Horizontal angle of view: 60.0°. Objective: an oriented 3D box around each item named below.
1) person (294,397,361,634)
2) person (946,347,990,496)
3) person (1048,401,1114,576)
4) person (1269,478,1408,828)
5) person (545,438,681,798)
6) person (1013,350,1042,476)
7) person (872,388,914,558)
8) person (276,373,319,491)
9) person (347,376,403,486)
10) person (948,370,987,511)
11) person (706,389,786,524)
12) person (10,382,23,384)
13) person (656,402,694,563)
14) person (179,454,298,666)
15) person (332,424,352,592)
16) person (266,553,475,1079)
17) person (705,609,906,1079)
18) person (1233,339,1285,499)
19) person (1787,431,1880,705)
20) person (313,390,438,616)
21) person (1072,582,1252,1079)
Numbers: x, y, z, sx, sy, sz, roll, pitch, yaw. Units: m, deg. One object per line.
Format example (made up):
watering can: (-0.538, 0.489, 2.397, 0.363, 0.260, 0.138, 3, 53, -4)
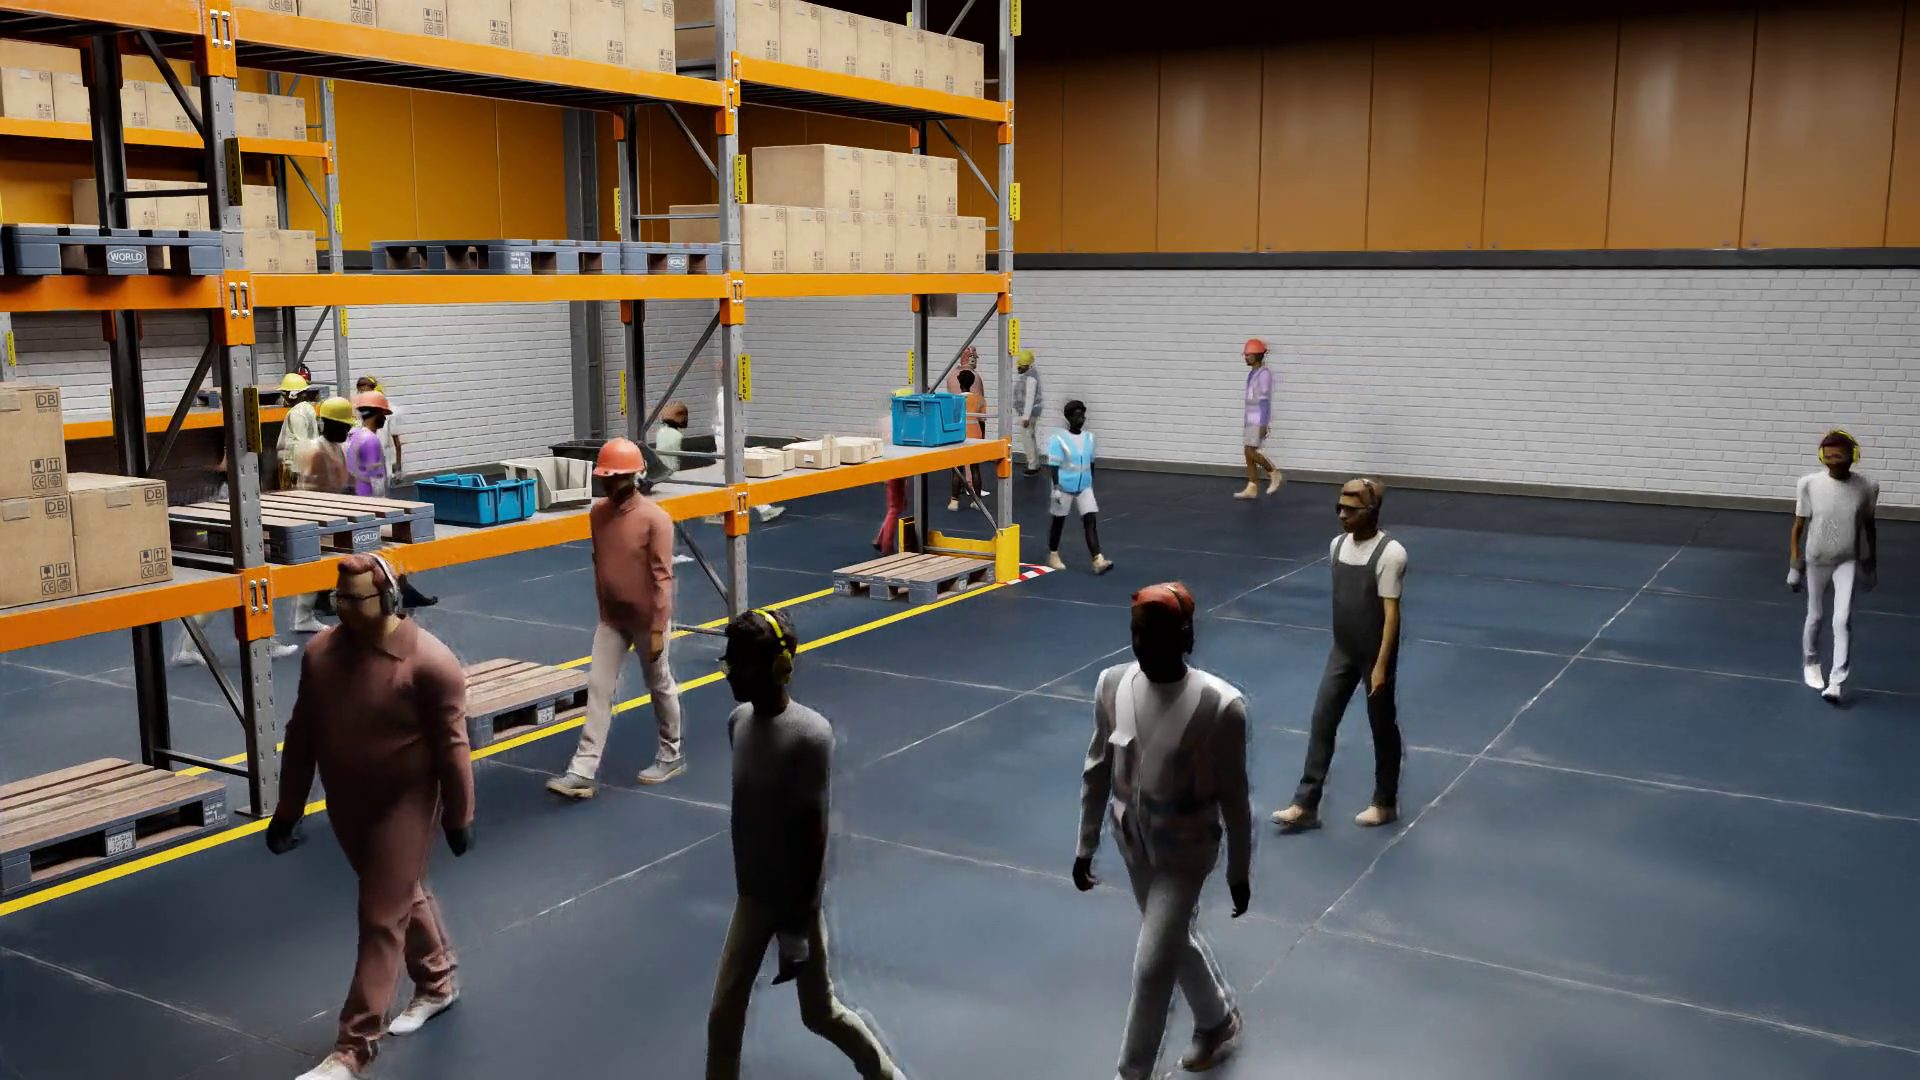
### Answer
person: (-4.847, -0.179, 13.019, 0.895, 1.872, 0.616, -1, 9, -7)
person: (0.117, -1.516, 21.299, 0.405, 1.911, 0.636, -7, 11, -36)
person: (1.100, -0.486, 15.674, 0.538, 1.637, 0.896, -4, 10, -24)
person: (1.957, 0.600, 8.377, 0.855, 1.810, 0.538, -6, 11, -35)
person: (-1.844, 0.435, 8.971, 0.647, 1.946, 0.980, 5, 11, 31)
person: (0.954, -1.789, 23.401, 0.441, 1.782, 0.732, 0, 9, -2)
person: (-0.603, -0.645, 16.398, 0.391, 1.722, 0.593, -3, 10, -20)
person: (-6.711, -0.772, 16.890, 0.404, 1.832, 0.596, -2, 9, -13)
person: (-5.841, -0.697, 16.483, 0.482, 1.819, 0.914, 1, 9, 6)
person: (0.066, -1.194, 19.965, 0.535, 1.691, 0.318, -4, 10, -23)
person: (-2.470, -1.077, 18.752, 0.965, 1.835, 0.608, 2, 9, 13)
person: (-7.907, -0.356, 13.980, 0.609, 1.946, 1.070, 4, 10, 24)
person: (-2.918, -0.547, 16.213, 0.571, 1.608, 0.506, -6, 11, -33)
person: (-5.306, 0.120, 12.075, 0.802, 1.587, 0.503, -6, 11, -32)
person: (-5.488, -0.333, 14.745, 0.522, 1.639, 0.309, 7, 11, 37)
person: (-2.131, 0.976, 5.902, 0.648, 1.859, 0.986, 4, 10, 25)
person: (-0.530, 1.104, 5.196, 0.518, 1.834, 0.920, 8, 12, 41)
person: (3.758, -1.510, 20.897, 0.528, 2.024, 0.631, -2, 9, -10)
person: (5.830, 0.173, 11.079, 0.561, 1.812, 1.003, 4, 10, 24)
person: (-4.996, -0.312, 13.927, 1.030, 1.874, 0.558, -4, 10, -21)
person: (0.715, 1.032, 5.631, 0.593, 1.845, 0.975, 9, 13, 44)
